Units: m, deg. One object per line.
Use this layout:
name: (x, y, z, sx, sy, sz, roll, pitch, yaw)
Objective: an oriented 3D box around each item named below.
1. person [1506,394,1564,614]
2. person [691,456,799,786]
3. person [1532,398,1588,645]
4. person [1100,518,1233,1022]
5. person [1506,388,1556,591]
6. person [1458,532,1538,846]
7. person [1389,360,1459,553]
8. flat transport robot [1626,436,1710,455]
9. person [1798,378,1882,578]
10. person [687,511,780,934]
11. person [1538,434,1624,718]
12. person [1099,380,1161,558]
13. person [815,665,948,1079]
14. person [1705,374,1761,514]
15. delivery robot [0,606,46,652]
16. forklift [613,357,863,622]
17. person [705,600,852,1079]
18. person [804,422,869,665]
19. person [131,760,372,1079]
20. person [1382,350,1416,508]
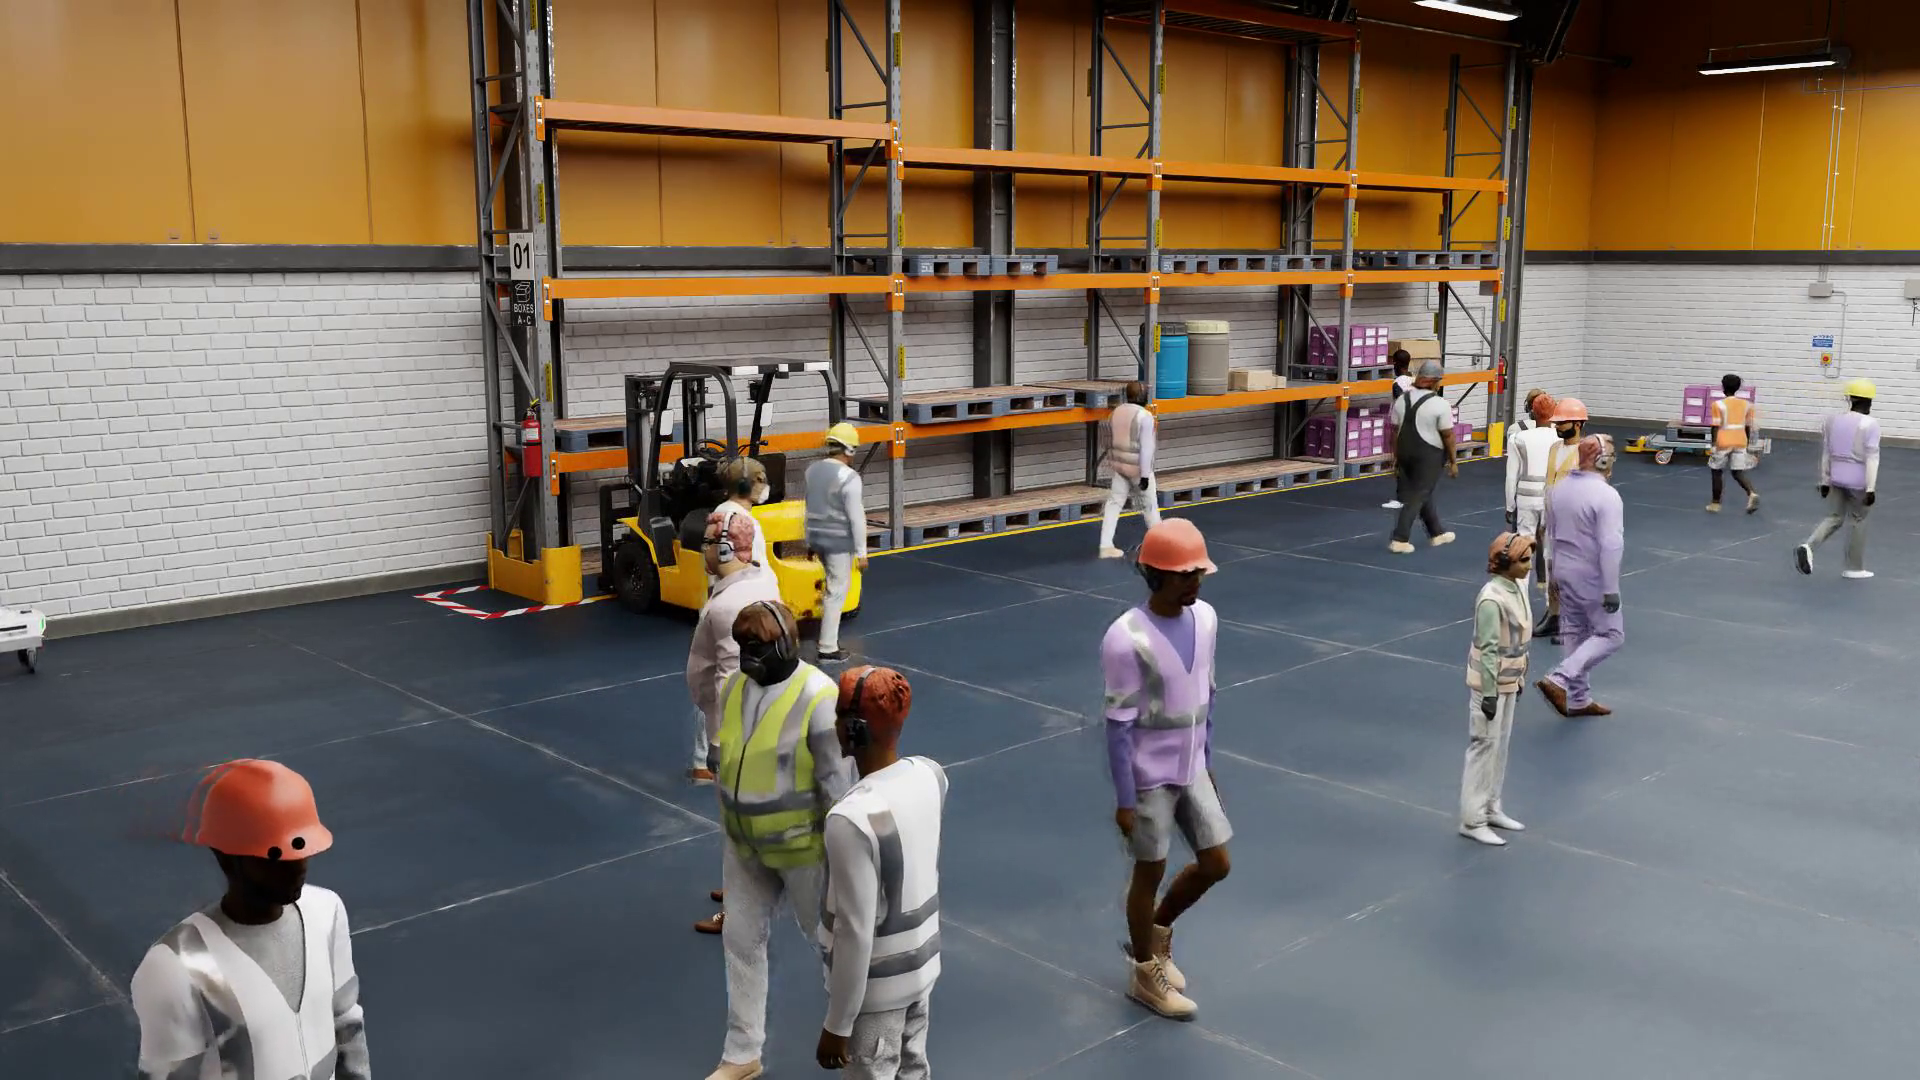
person: (4.887, -0.284, 14.014, 0.574, 1.880, 0.356, 3, 10, 18)
person: (-1.134, 0.465, 9.563, 0.953, 1.895, 0.634, -2, 10, -14)
person: (4.738, -0.147, 13.038, 0.361, 1.939, 0.543, -4, 10, -20)
person: (0.832, 0.912, 6.565, 0.646, 2.029, 0.418, -8, 13, -40)
person: (5.212, -0.454, 15.109, 0.508, 1.847, 0.345, 5, 11, 29)
person: (2.792, 0.761, 8.635, 0.321, 1.631, 0.523, 7, 12, 34)
person: (4.803, -0.897, 17.130, 1.041, 2.000, 0.699, -5, 11, -29)
flat transport robot: (11.040, -1.457, 25.581, 1.431, 0.197, 0.652, 4, 11, 24)
person: (8.294, -0.565, 15.606, 0.709, 1.908, 0.590, -3, 10, -19)
person: (-1.027, 0.812, 7.517, 0.407, 1.908, 0.641, 1, 10, 4)
person: (4.061, 0.252, 10.819, 0.514, 1.894, 0.663, -2, 10, -11)
person: (1.774, -0.717, 16.812, 0.952, 1.791, 0.649, -7, 12, -36)
person: (-0.238, 1.282, 4.831, 0.347, 1.882, 0.584, 4, 11, 24)
person: (9.048, -1.103, 19.435, 0.542, 1.666, 0.680, -1, 10, -8)
delivery robot: (-7.053, 0.663, 12.070, 0.707, 0.478, 0.477, -9, 13, -44)
forklift: (-1.847, -0.414, 13.852, 1.214, 2.155, 2.313, -9, 13, -42)
person: (-0.604, 1.089, 6.215, 0.628, 1.808, 0.904, 7, 12, 37)
person: (-0.904, 0.032, 12.378, 0.471, 1.800, 0.634, -8, 13, -40)
person: (-1.519, 1.438, 3.795, 0.496, 1.924, 0.569, 4, 10, 21)
person: (5.346, -1.334, 20.061, 0.398, 1.915, 0.589, 6, 12, 33)
